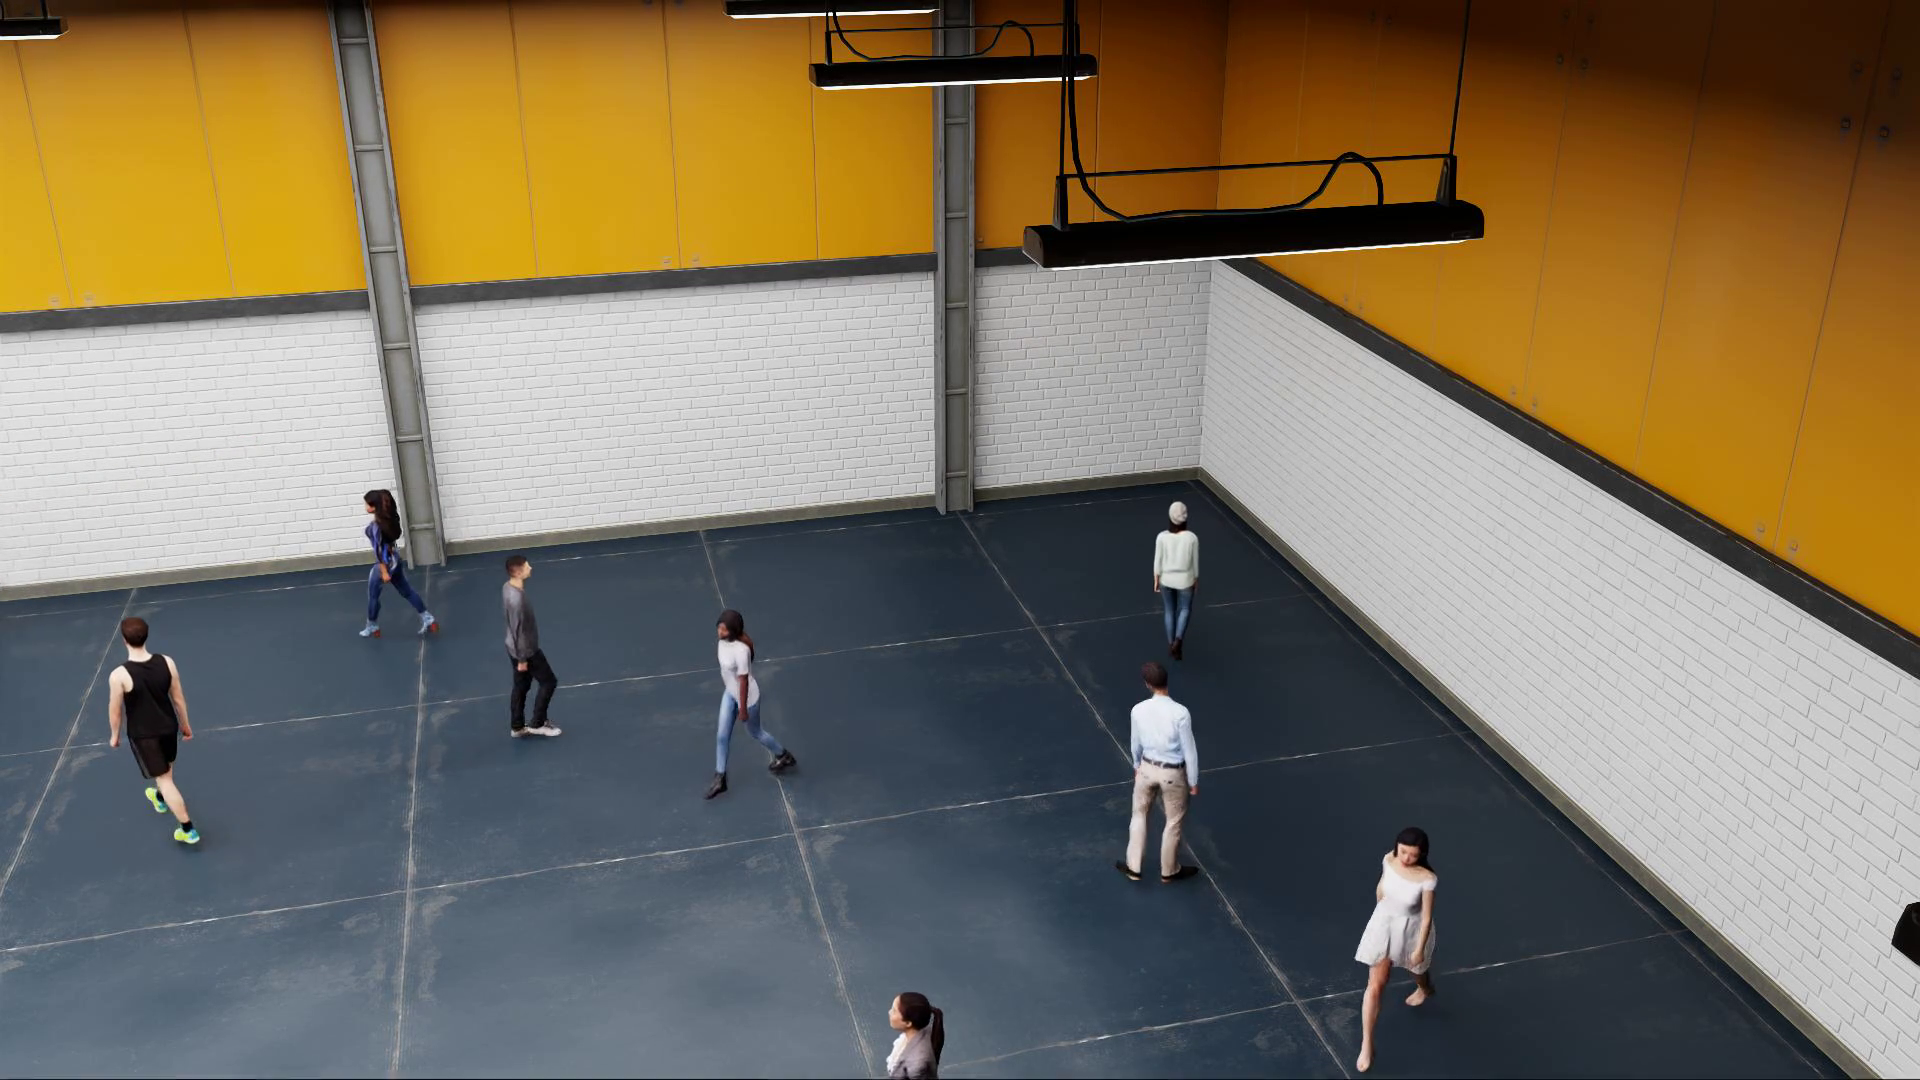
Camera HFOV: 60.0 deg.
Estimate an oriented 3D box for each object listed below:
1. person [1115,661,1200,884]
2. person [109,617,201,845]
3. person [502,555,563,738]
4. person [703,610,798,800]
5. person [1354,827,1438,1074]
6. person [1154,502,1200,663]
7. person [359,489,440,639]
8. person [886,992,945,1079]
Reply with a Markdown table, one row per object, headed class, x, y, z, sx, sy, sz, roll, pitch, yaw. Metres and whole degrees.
| class | x | y | z | sx | sy | sz | roll | pitch | yaw |
| --- | --- | --- | --- | --- | --- | --- | --- | --- | --- |
| person | 1.551 | 1.773 | 12.523 | 0.877 | 1.830 | 0.945 | 21 | 31 | 39 |
| person | -6.292 | 1.541 | 13.039 | 1.199 | 1.842 | 1.215 | 17 | 29 | 34 |
| person | -3.883 | 0.962 | 14.484 | 0.718 | 1.745 | 0.691 | -13 | 27 | -27 |
| person | -1.748 | 1.310 | 13.780 | 1.202 | 1.671 | 0.939 | -14 | 27 | -29 |
| person | 2.909 | 2.569 | 10.849 | 1.259 | 1.713 | 1.052 | -19 | 30 | -36 |
| person | 2.072 | 0.417 | 15.863 | 0.892 | 1.639 | 0.863 | 4 | 24 | 10 |
| person | -5.524 | 0.261 | 16.293 | 1.104 | 1.581 | 0.833 | 1 | 24 | 2 |
| person | -0.143 | 3.257 | 9.364 | 1.169 | 1.641 | 0.876 | 3 | 24 | 7 |
